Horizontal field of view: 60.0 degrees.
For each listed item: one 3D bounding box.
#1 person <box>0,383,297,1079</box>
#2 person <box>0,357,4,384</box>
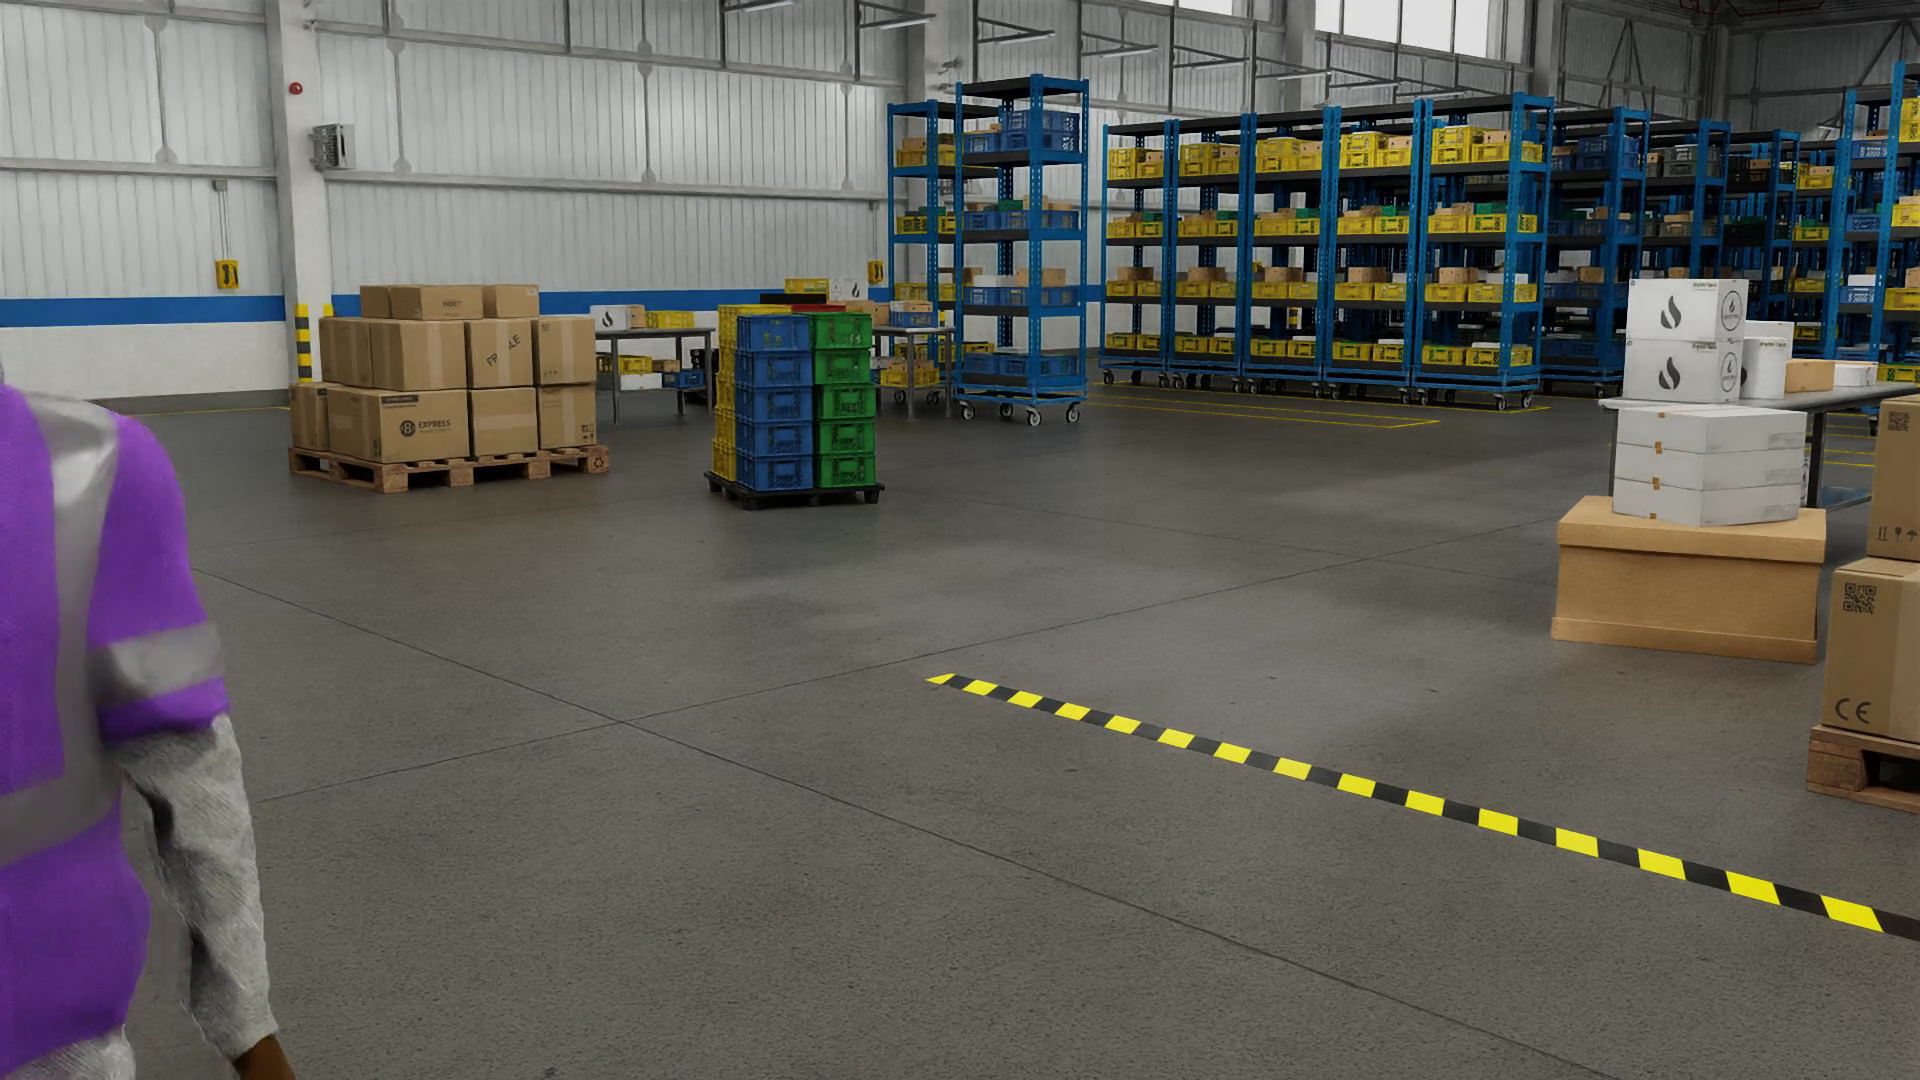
[{"bbox_3d":[-0.948,0.493,1.582,0.558,1.894,0.908,-8,12,-40],"label":"person"},{"bbox_3d":[-5.544,-0.776,9.071,0.605,1.951,0.381,-3,10,-16],"label":"person"}]
